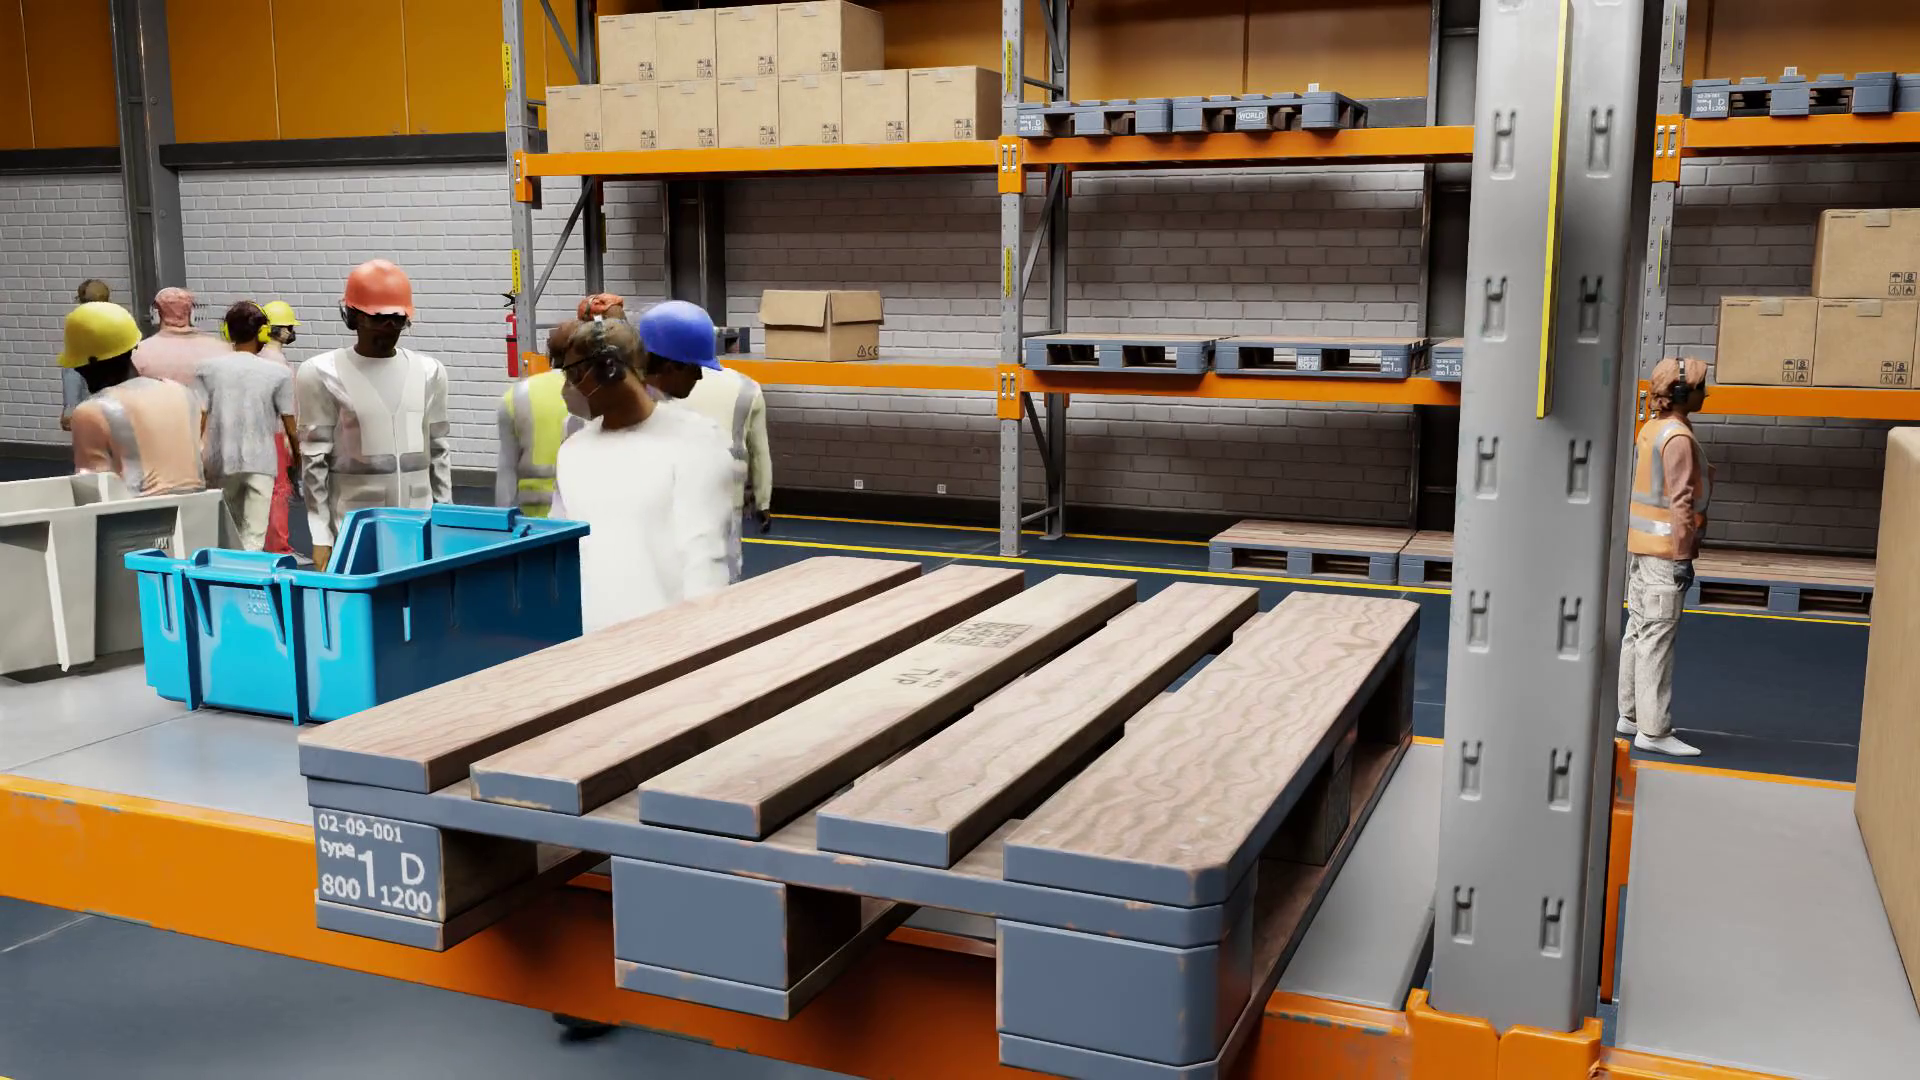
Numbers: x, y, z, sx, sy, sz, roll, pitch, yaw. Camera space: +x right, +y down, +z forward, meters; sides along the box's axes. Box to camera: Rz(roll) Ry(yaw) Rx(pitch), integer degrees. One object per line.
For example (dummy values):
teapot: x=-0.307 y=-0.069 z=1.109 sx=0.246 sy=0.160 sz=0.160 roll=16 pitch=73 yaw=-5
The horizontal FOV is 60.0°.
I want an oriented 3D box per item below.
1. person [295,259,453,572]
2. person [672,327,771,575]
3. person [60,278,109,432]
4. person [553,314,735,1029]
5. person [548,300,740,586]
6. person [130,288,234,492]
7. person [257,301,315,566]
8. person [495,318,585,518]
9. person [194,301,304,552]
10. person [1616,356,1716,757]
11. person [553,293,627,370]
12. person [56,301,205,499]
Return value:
person: x=-2.229 y=-0.063 z=6.472 sx=0.605 sy=2.034 sz=0.388 roll=-9 pitch=13 yaw=-44
person: x=-1.234 y=-0.200 z=7.963 sx=0.668 sy=1.812 sz=0.410 roll=-3 pitch=10 yaw=-19
person: x=-6.369 y=-0.999 z=12.456 sx=0.846 sy=1.914 sz=0.641 roll=2 pitch=10 yaw=12
person: x=-0.875 y=0.323 z=4.590 sx=0.641 sy=1.883 sz=0.849 roll=4 pitch=10 yaw=23
person: x=-1.012 y=0.199 z=5.290 sx=0.632 sy=1.900 sz=0.582 roll=6 pitch=11 yaw=31
person: x=-4.374 y=-0.461 z=9.329 sx=0.601 sy=1.883 sz=0.639 roll=8 pitch=12 yaw=38
person: x=-4.532 y=-0.708 z=11.136 sx=0.322 sy=1.767 sz=0.533 roll=-6 pitch=11 yaw=-33
person: x=-1.692 y=-0.070 z=7.263 sx=0.637 sy=1.795 sz=0.924 roll=0 pitch=9 yaw=-1
person: x=-3.761 y=-0.344 z=8.811 sx=0.532 sy=1.810 sz=0.975 roll=0 pitch=9 yaw=-2
person: x=2.925 y=0.061 z=6.901 sx=0.310 sy=1.642 sz=0.514 roll=1 pitch=10 yaw=8
person: x=-1.607 y=-0.177 z=7.601 sx=0.352 sy=1.884 sz=0.579 roll=7 pitch=12 yaw=35
person: x=-2.956 y=0.055 z=6.230 sx=0.752 sy=1.886 sz=0.685 roll=4 pitch=10 yaw=22
